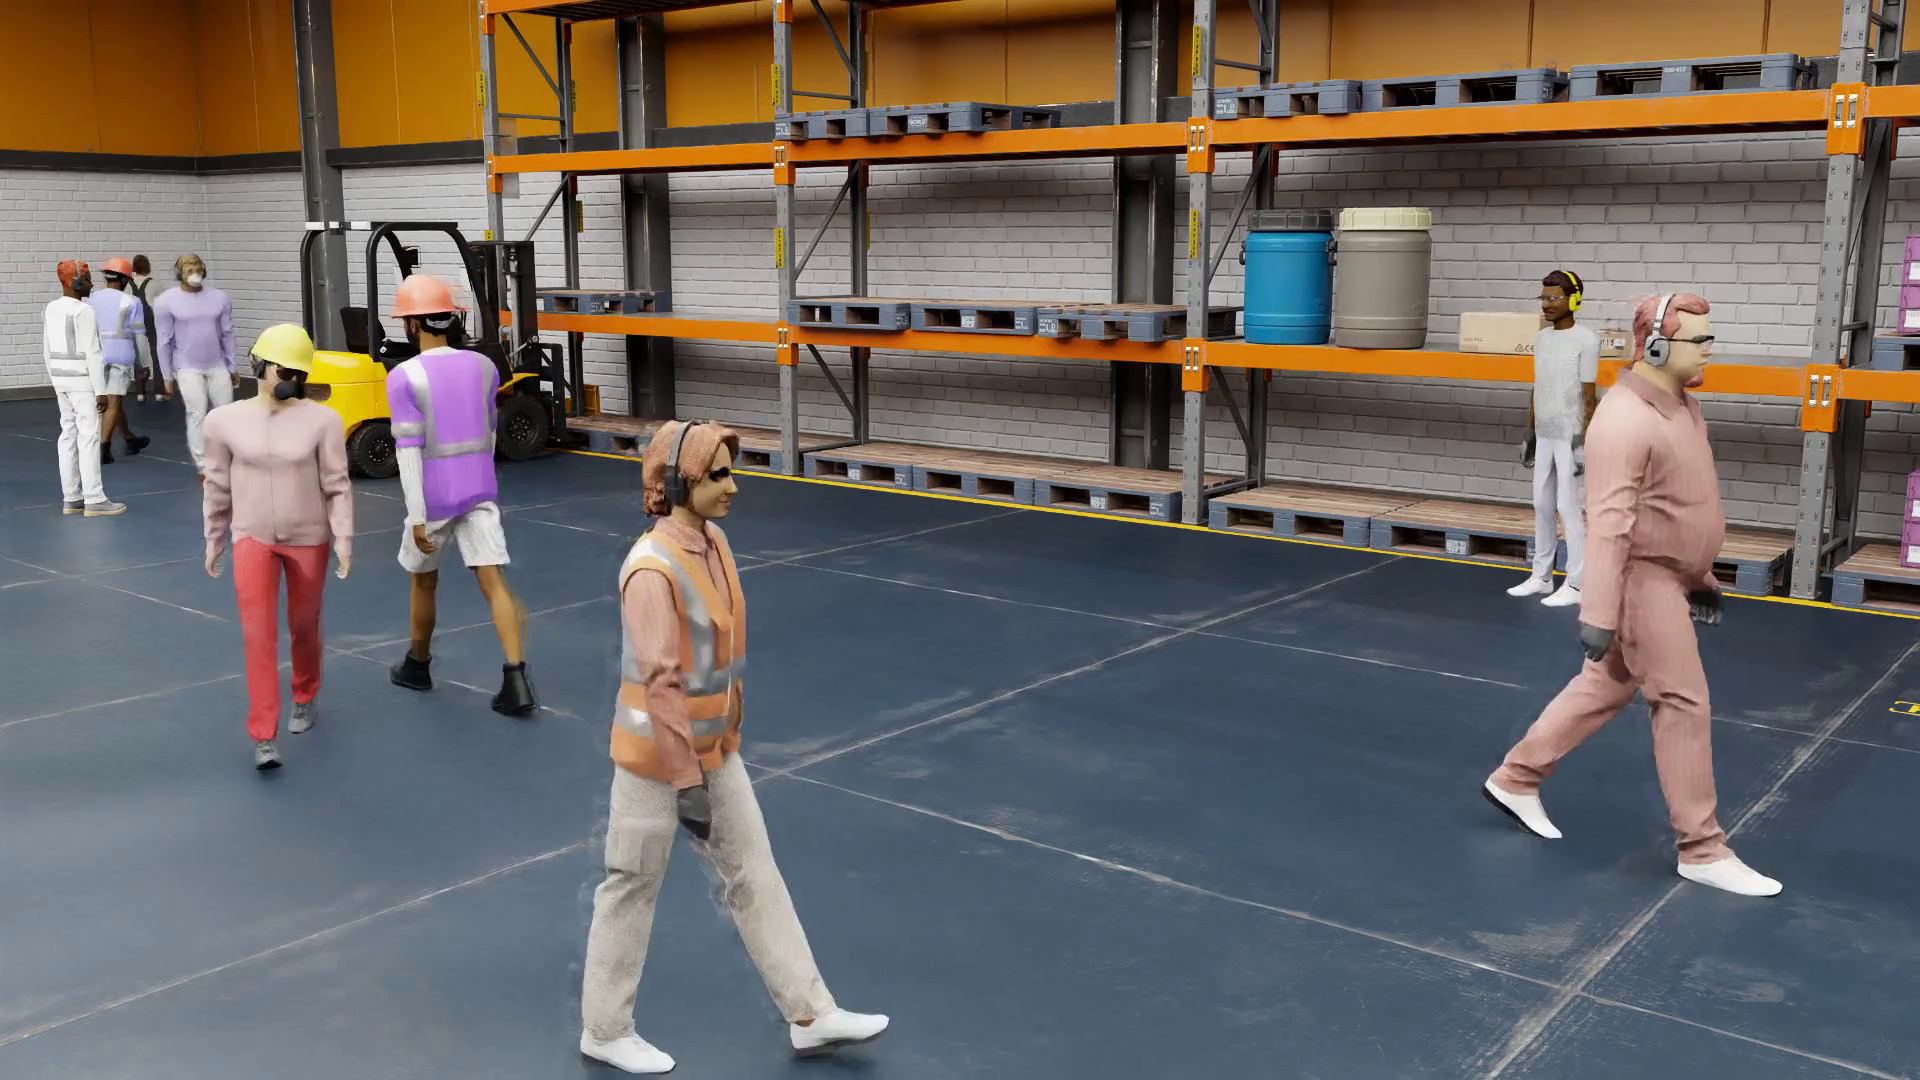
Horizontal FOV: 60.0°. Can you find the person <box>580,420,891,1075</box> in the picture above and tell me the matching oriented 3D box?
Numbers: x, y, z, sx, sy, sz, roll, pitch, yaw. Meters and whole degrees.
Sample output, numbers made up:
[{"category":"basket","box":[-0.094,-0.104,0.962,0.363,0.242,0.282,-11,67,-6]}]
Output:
[{"category":"person","box":[-0.574,0.522,3.951,0.819,1.600,0.540,2,10,13]}]

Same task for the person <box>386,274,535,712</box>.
[{"category":"person","box":[-2.194,-0.197,7.192,0.549,1.888,1.030,-10,14,-44]}]

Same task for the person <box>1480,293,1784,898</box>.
[{"category":"person","box":[2.160,0.141,5.347,0.956,1.871,0.642,6,12,31]}]

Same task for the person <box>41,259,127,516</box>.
[{"category":"person","box":[-6.486,-1.117,12.252,0.585,1.882,0.337,6,12,31]}]

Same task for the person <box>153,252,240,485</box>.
[{"category":"person","box":[-6.337,-1.416,13.789,0.624,1.926,0.631,9,14,42]}]

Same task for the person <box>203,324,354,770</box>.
[{"category":"person","box":[-2.676,0.005,6.545,0.557,1.696,0.923,-4,11,-20]}]

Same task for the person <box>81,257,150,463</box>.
[{"category":"person","box":[-7.795,-1.662,15.327,0.608,1.864,0.993,0,10,2]}]

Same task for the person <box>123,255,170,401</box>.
[{"category":"person","box":[-10.250,-2.649,20.903,0.544,1.841,0.450,-2,10,-9]}]

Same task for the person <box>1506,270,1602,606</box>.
[{"category":"person","box":[3.329,-0.563,9.268,0.318,1.860,0.512,-4,11,-19]}]

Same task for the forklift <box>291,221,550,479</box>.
[{"category":"forklift","box":[-4.922,-1.741,14.854,1.214,2.155,2.313,8,13,38]}]
